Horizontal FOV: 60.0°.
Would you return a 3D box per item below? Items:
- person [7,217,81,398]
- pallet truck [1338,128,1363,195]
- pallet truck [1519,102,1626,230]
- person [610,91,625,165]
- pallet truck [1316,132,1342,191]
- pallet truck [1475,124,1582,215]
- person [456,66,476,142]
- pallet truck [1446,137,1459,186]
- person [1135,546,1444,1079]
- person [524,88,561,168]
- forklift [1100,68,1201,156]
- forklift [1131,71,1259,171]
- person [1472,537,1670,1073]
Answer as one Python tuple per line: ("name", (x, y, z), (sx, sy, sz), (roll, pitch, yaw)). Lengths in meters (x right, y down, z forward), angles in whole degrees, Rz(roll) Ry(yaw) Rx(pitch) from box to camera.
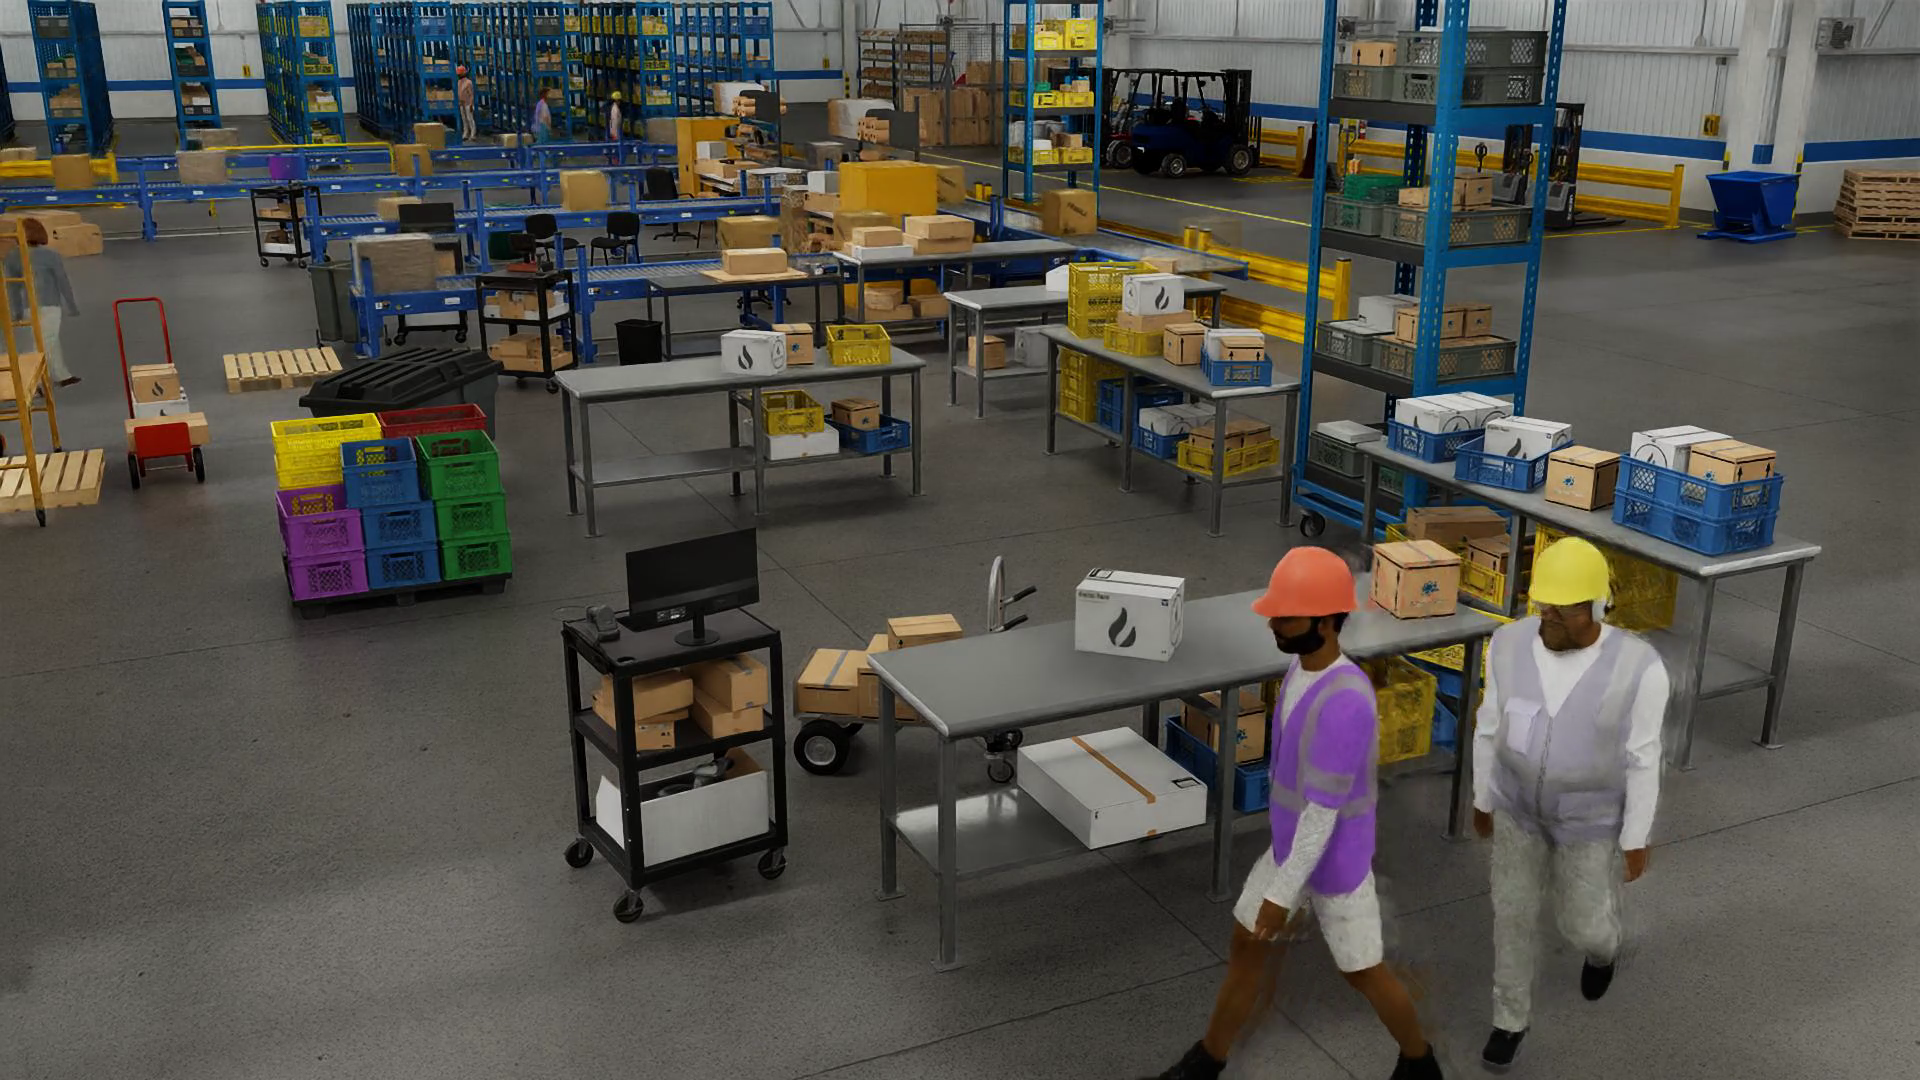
("person", (-8.333, -2.109, 15.065), (0.497, 1.597, 0.833), (2, 18, 8))
("pallet truck", (7.845, -7.140, 31.411), (1.522, 1.261, 0.704), (-9, 20, -25))
("pallet truck", (9.972, -6.037, 26.785), (1.885, 1.965, 0.823), (-9, 20, -25))
("person", (-7.268, -8.643, 35.388), (0.381, 1.750, 0.550), (-4, 18, -14))
("pallet truck", (7.723, -7.504, 32.656), (1.601, 1.201, 0.680), (-8, 19, -23))
("pallet truck", (9.707, -6.455, 28.103), (1.885, 1.965, 0.823), (-7, 19, -20))
("person", (-13.246, -11.664, 44.530), (0.608, 1.987, 0.388), (14, 22, 36))
("pallet truck", (9.184, -6.485, 29.328), (1.630, 1.274, 0.653), (-8, 19, -23))
("person", (1.081, 0.929, 5.042), (1.017, 1.891, 0.562), (-2, 18, -8))
("person", (-9.013, -8.833, 35.909), (0.920, 1.809, 0.570), (-5, 18, -17))
("forklift", (4.082, -9.564, 37.410), (2.680, 1.987, 1.157), (-8, 19, -23))
("forklift", (4.998, -8.936, 35.413), (2.680, 1.987, 1.157), (-9, 20, -25))
("person", (1.974, 0.834, 5.435), (0.609, 1.815, 0.618), (13, 22, 36))
